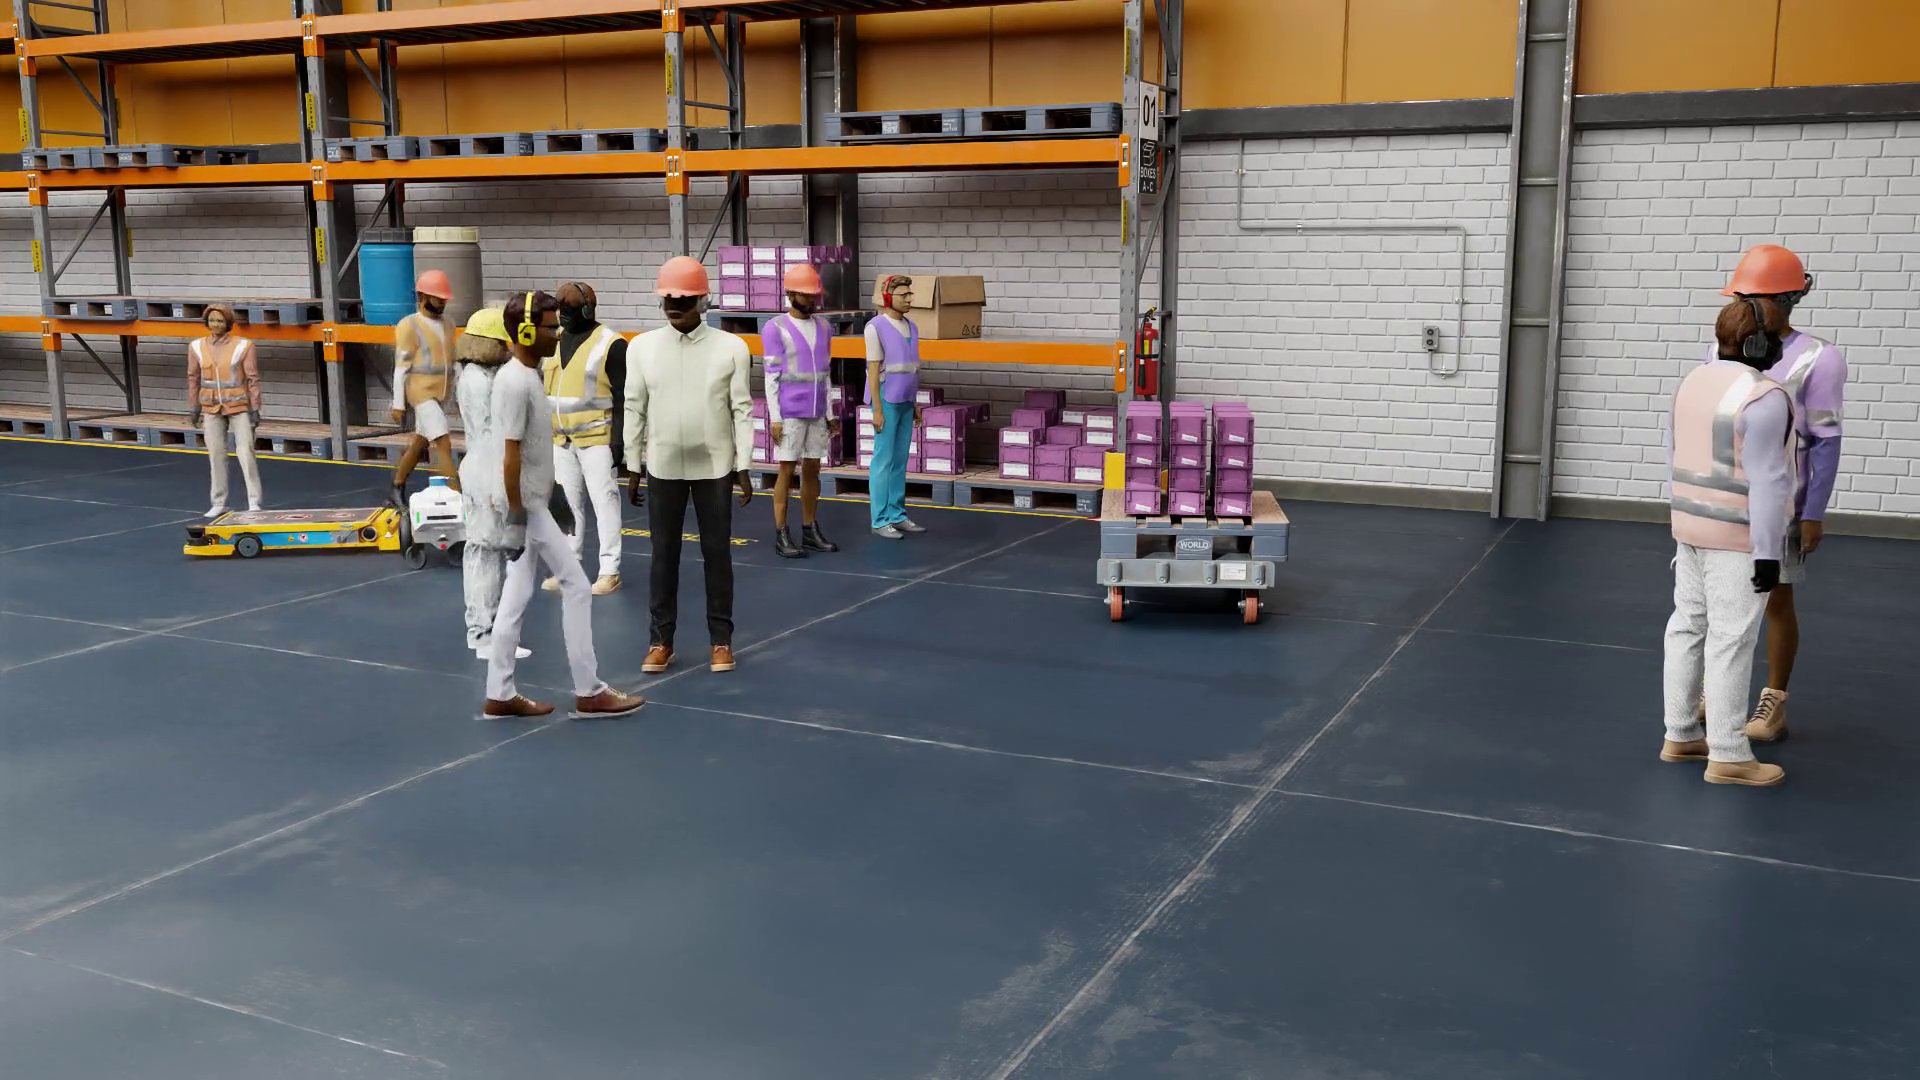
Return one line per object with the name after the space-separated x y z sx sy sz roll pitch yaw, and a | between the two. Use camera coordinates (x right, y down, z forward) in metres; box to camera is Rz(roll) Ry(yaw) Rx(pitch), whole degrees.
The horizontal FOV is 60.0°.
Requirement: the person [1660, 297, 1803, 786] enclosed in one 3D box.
2.951 0.001 6.375 0.430 1.845 0.624 -1 10 -7 | person

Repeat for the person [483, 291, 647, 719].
-1.719 -0.134 7.154 0.793 1.847 0.524 -4 11 -20 | person

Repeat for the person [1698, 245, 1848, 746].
3.267 -0.177 6.827 0.394 2.040 0.609 -5 11 -28 | person

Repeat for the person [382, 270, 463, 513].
-4.041 -1.098 12.606 1.025 1.877 0.560 4 11 20 | person

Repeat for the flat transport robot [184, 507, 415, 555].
-4.412 -0.068 11.261 1.431 0.197 0.652 -2 10 -10 | flat transport robot

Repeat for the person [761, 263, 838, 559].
-1.030 -0.845 10.984 0.566 1.933 0.381 -10 14 -44 | person

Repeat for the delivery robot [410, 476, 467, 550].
-3.369 -0.168 10.758 0.477 0.478 0.707 -4 11 -20 | delivery robot

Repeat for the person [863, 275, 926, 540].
-0.473 -0.940 11.749 0.390 1.847 0.563 5 11 28 | person

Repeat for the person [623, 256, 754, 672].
-1.292 -0.348 7.941 0.618 1.990 0.394 -1 10 -3 | person

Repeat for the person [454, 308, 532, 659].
-2.334 -0.281 8.297 0.311 1.735 0.484 -4 11 -22 | person

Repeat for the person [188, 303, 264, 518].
-5.531 -0.969 12.546 0.522 1.628 0.320 0 10 -2 | person

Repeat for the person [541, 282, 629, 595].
-2.228 -0.593 9.800 0.621 1.837 0.429 5 11 24 | person
